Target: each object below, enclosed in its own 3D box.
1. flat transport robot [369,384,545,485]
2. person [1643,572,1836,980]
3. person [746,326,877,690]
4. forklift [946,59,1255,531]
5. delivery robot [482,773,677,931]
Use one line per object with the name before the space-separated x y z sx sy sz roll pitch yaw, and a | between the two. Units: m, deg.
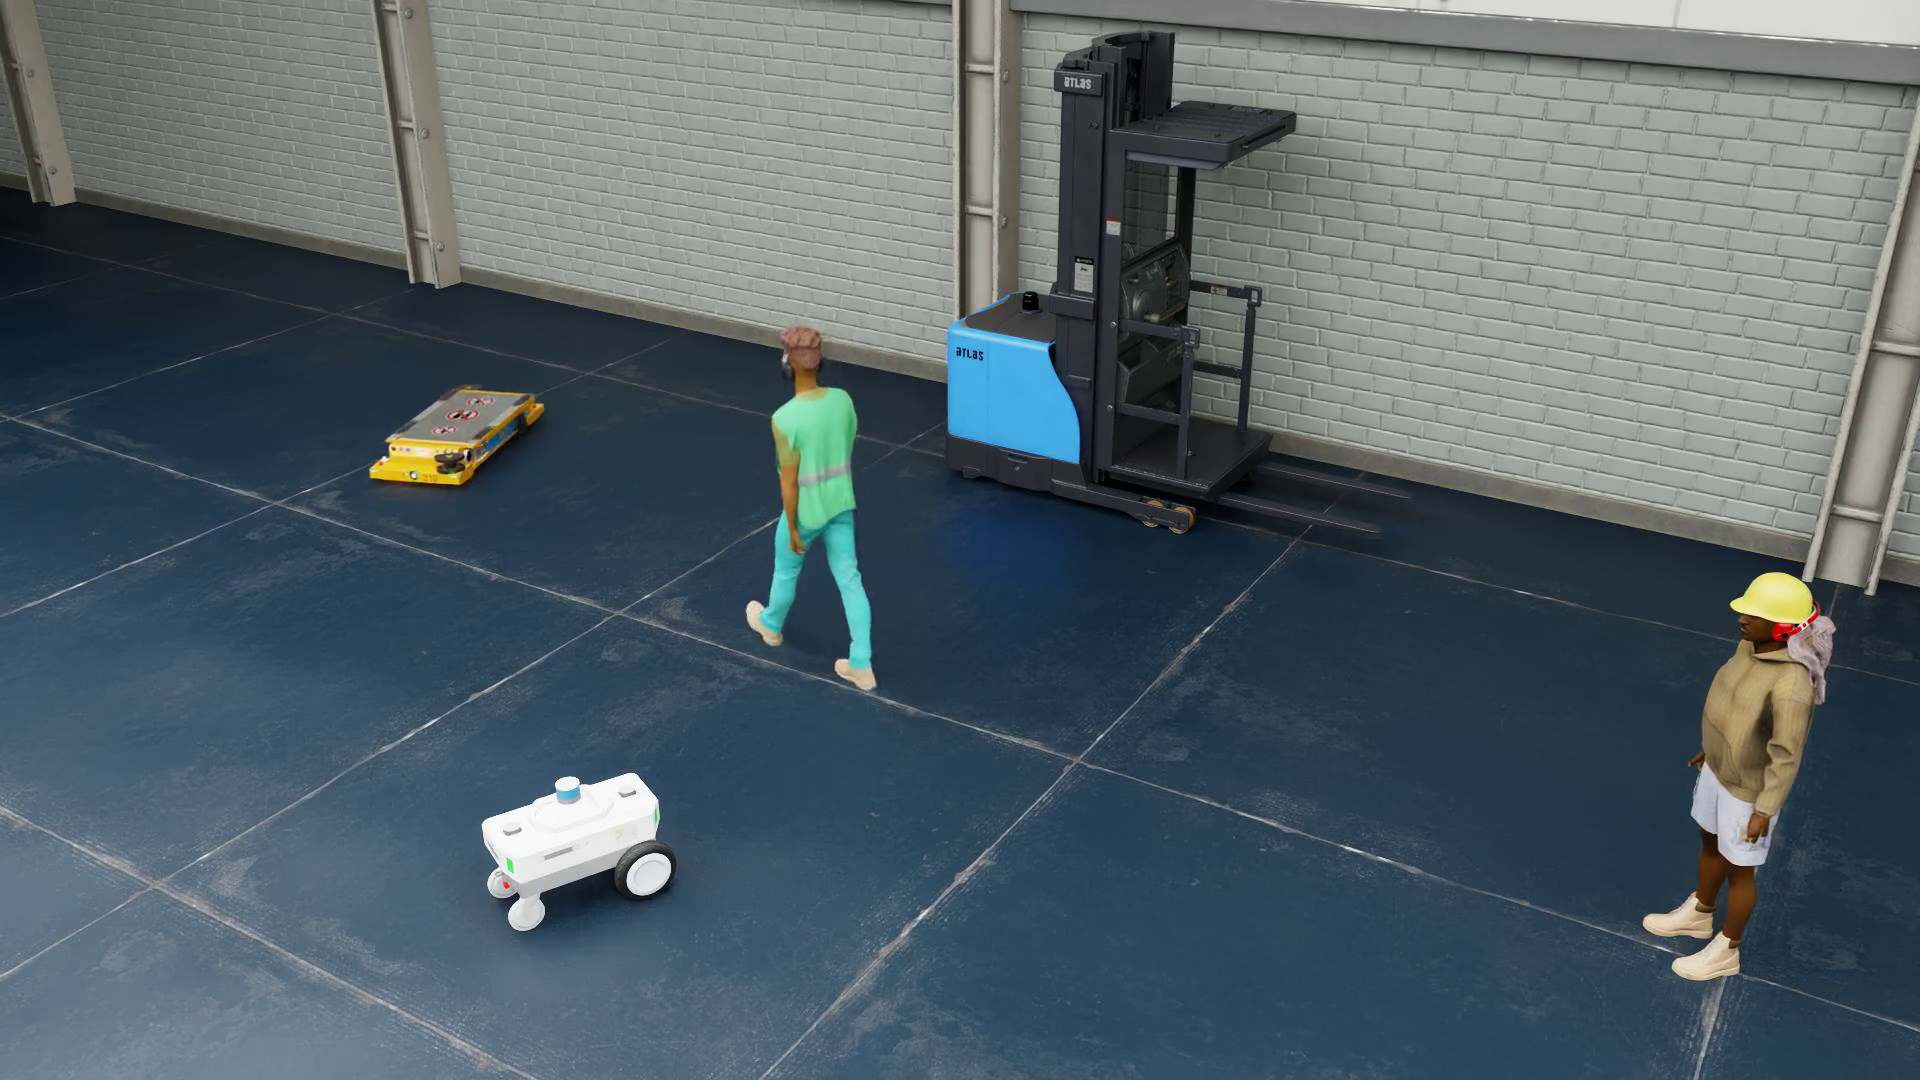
flat transport robot | -3.563 -0.761 11.867 0.659 0.231 1.431 5 26 9
person | 3.099 0.927 6.547 0.400 1.762 0.550 -1 25 -1
person | -0.793 -0.201 8.751 0.491 1.923 1.025 -17 30 -32
forklift | 0.933 -1.707 10.833 1.873 2.768 1.129 15 29 28
delivery robot | -1.663 1.293 7.173 0.766 0.580 0.499 -16 29 -29
